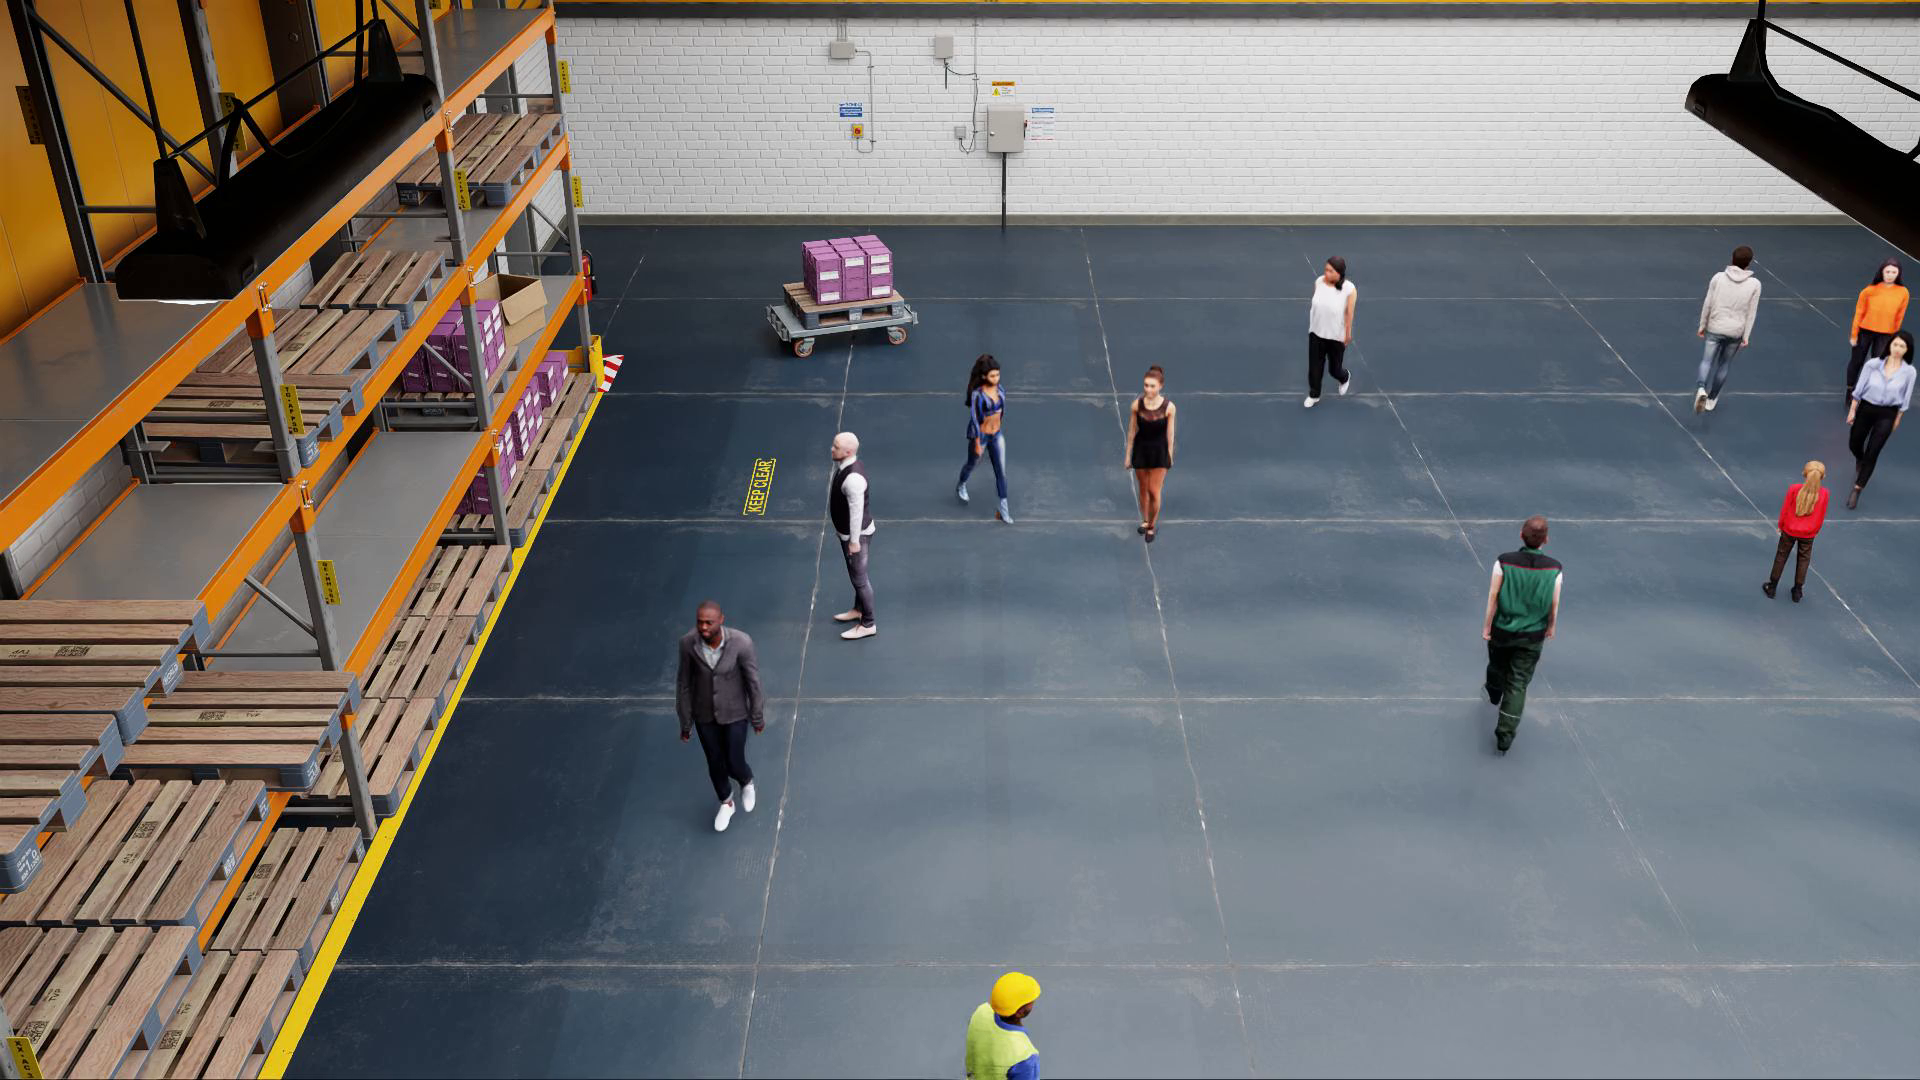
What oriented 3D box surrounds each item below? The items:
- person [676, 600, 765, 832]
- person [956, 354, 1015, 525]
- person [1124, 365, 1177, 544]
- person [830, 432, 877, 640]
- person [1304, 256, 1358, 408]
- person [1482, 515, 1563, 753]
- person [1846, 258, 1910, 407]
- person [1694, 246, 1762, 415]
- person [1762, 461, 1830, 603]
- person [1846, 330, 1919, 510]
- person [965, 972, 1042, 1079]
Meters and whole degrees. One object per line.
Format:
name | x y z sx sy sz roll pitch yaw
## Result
person | -1.625 1.152 11.442 0.775 1.805 0.751 4 29 8
person | 0.187 -0.966 15.558 0.996 1.580 1.140 -19 34 -31
person | 1.769 -0.823 15.211 0.725 1.663 0.811 11 30 19
person | -0.869 -0.056 13.640 0.788 1.820 0.599 -6 29 -11
person | 3.985 -2.250 17.813 0.966 1.676 0.906 -25 38 -38
person | 4.115 0.708 12.268 0.916 1.792 1.237 9 30 17
person | 9.663 -2.174 17.638 0.900 1.709 1.177 10 30 18
person | 8.033 -2.171 17.500 0.967 1.836 1.152 14 32 24
person | 7.197 -0.087 14.260 0.549 1.280 0.570 11 30 19
person | 8.715 -1.189 15.816 0.999 1.725 1.133 18 33 29
person | 0.148 2.888 8.293 1.228 1.771 1.201 -23 36 -36
